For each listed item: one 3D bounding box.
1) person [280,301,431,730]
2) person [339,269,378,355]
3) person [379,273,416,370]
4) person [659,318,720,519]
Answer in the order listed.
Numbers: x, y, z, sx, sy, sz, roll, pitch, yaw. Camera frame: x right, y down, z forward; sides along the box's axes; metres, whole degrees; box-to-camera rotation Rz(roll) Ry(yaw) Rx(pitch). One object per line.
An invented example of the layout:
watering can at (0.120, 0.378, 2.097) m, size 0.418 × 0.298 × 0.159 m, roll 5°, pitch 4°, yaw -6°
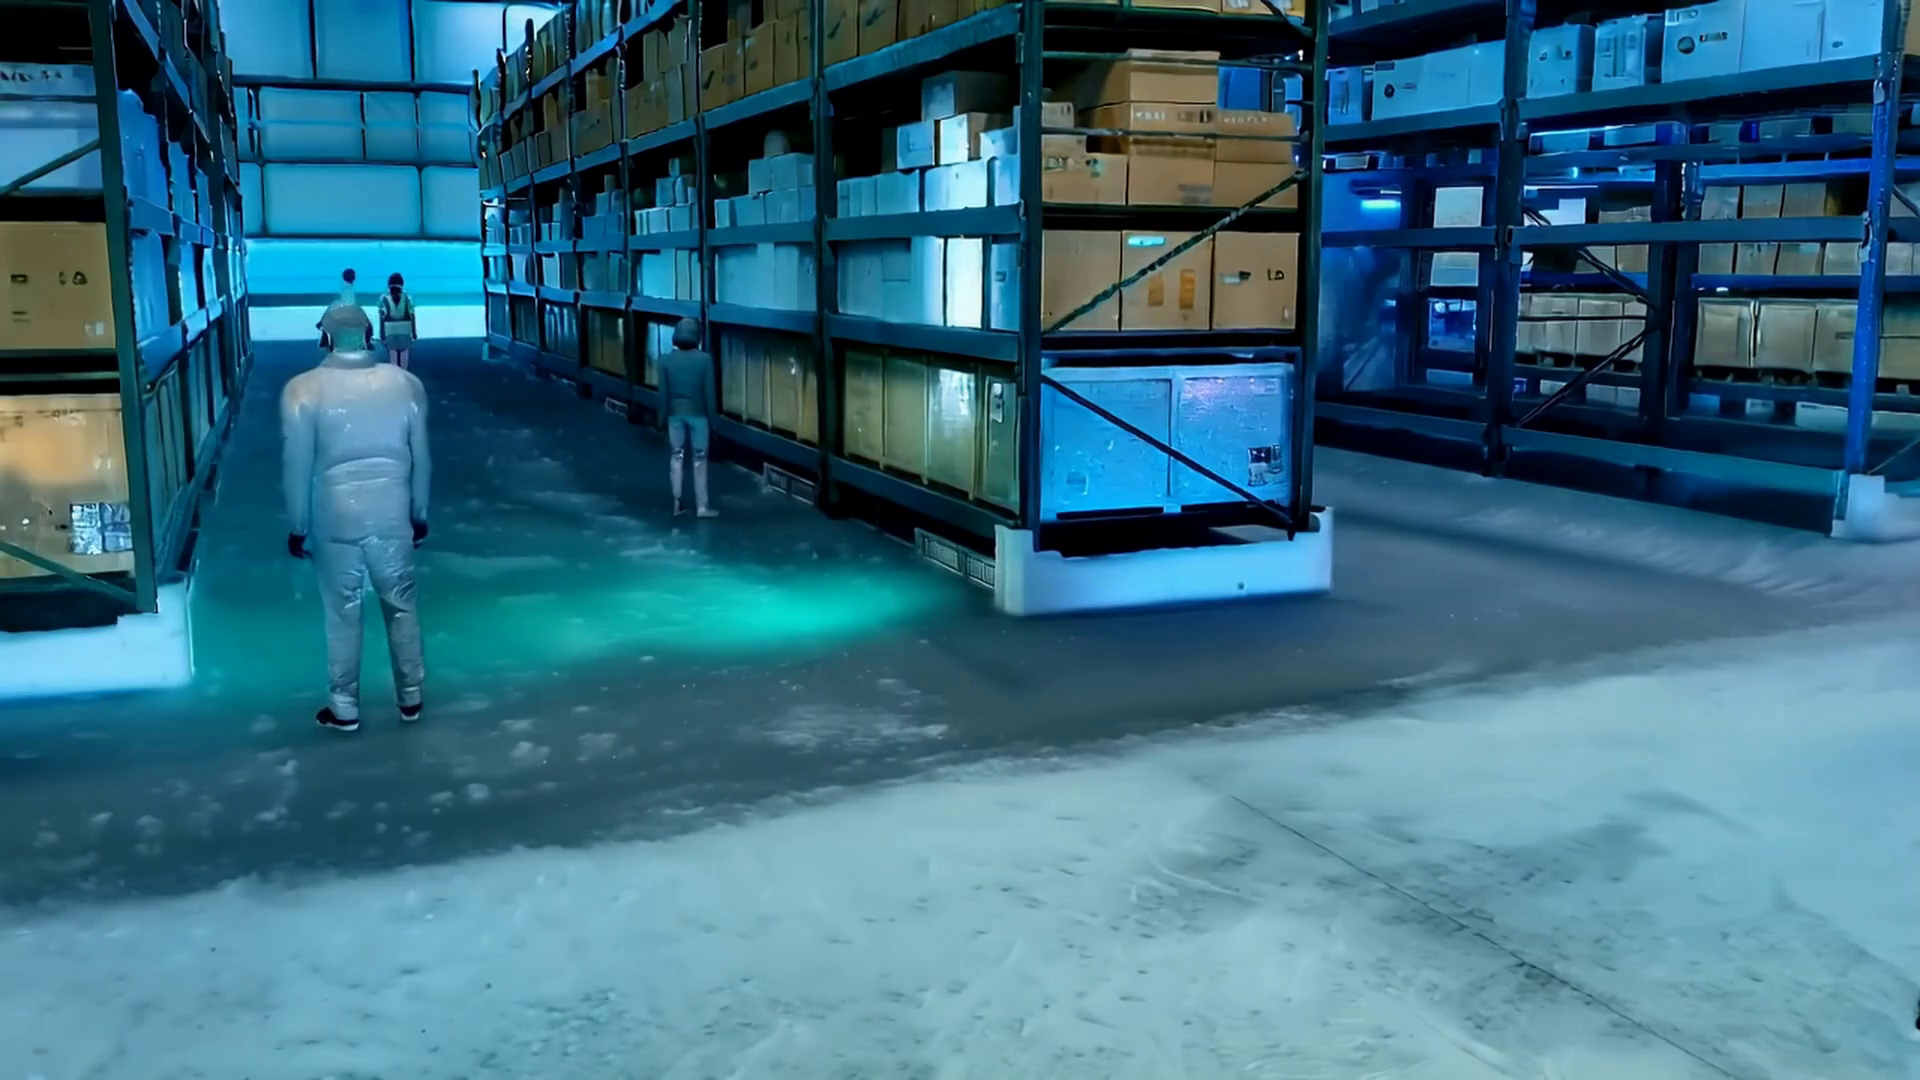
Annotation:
person at (-2.691, -0.108, 7.438) m, size 0.639 × 1.903 × 0.409 m, roll -7°, pitch 12°, yaw -36°
person at (-13.590, -5.067, 37.081) m, size 1.063 × 1.929 × 0.598 m, roll -5°, pitch 11°, yaw -30°
person at (-9.051, -3.336, 26.756) m, size 0.559 × 1.908 × 0.781 m, roll -4°, pitch 10°, yaw -25°
person at (-2.196, -0.978, 13.465) m, size 0.502 × 1.632 × 0.278 m, roll 3°, pitch 10°, yaw 19°
